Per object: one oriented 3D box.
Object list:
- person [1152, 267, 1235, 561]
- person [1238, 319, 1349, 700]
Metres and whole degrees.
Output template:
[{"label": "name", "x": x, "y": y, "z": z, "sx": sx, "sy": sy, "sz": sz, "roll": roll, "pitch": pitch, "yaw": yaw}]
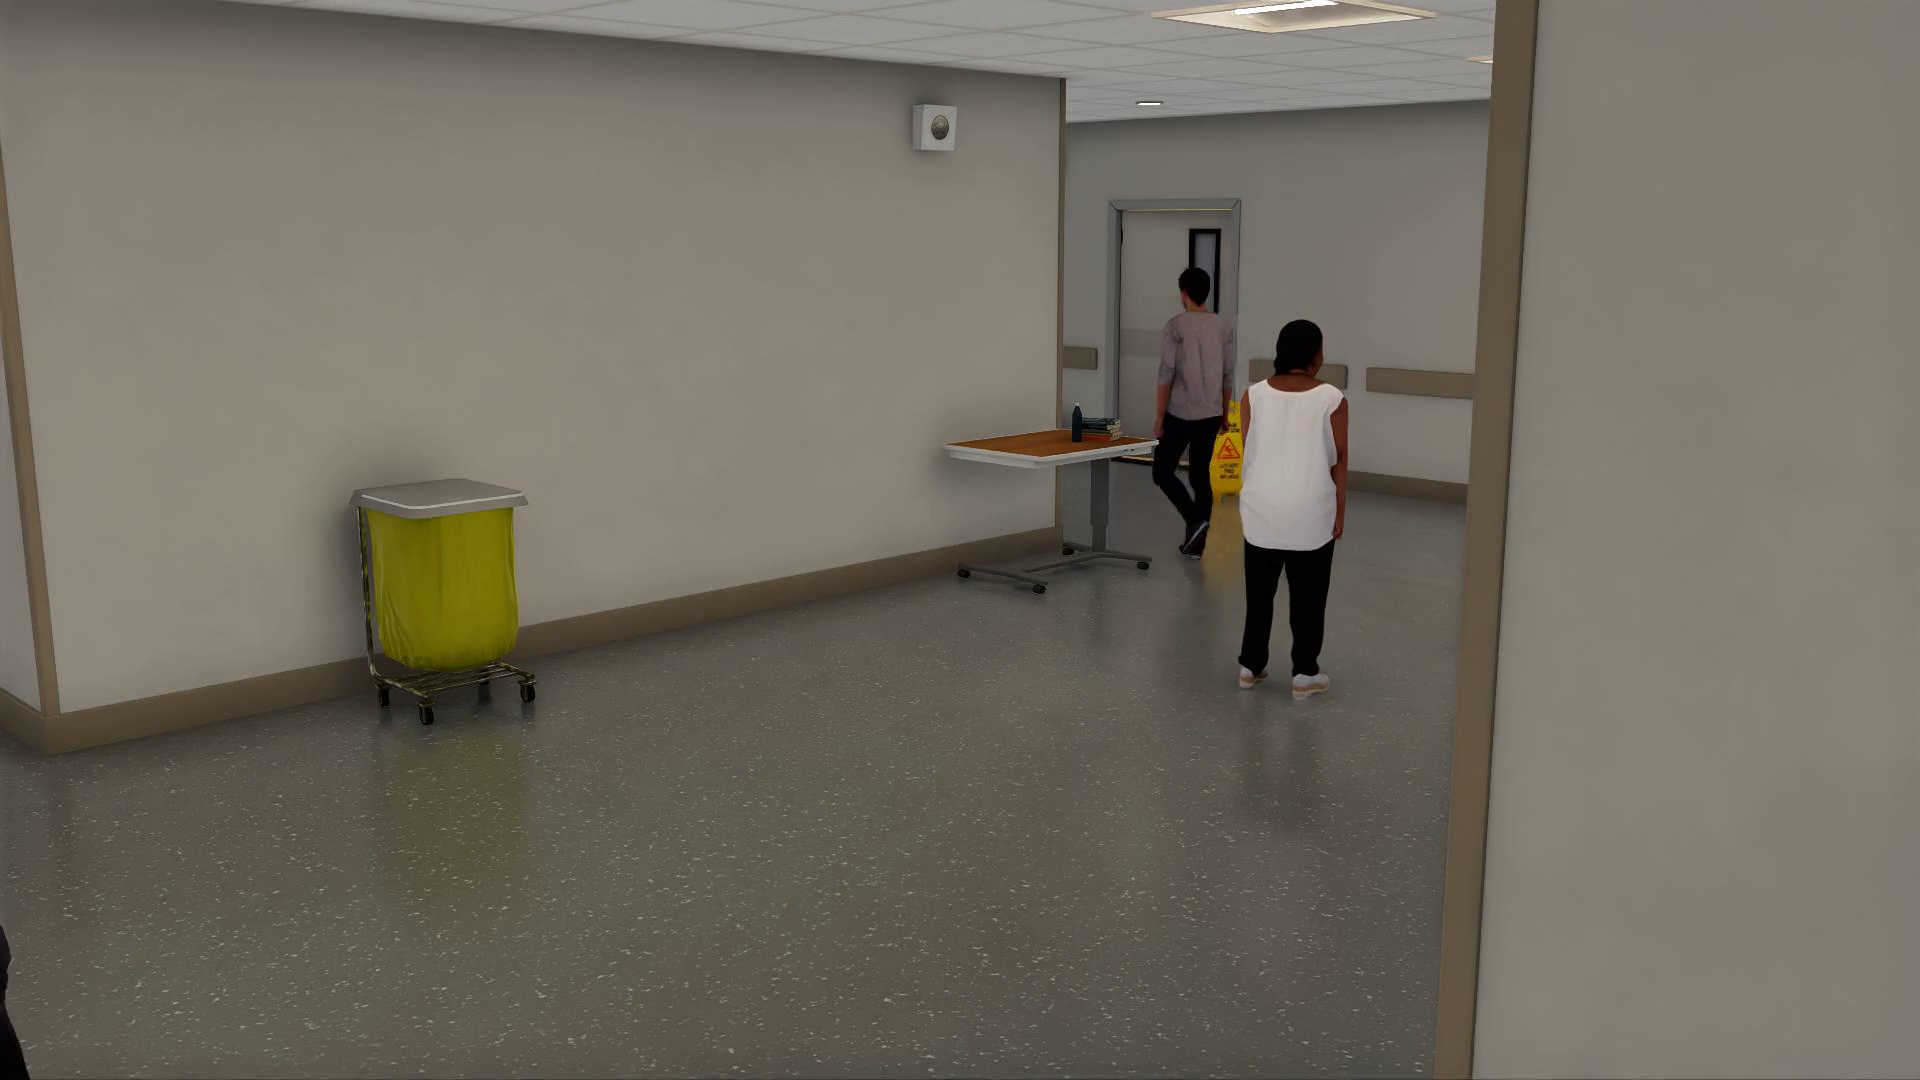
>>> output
[{"label": "person", "x": 1.488, "y": -0.759, "z": 10.326, "sx": 0.839, "sy": 1.826, "sz": 0.890, "roll": -4, "pitch": 12, "yaw": -22}, {"label": "person", "x": 1.485, "y": -0.148, "z": 7.484, "sx": 0.630, "sy": 1.686, "sz": 0.770, "roll": 7, "pitch": 13, "yaw": 31}]
